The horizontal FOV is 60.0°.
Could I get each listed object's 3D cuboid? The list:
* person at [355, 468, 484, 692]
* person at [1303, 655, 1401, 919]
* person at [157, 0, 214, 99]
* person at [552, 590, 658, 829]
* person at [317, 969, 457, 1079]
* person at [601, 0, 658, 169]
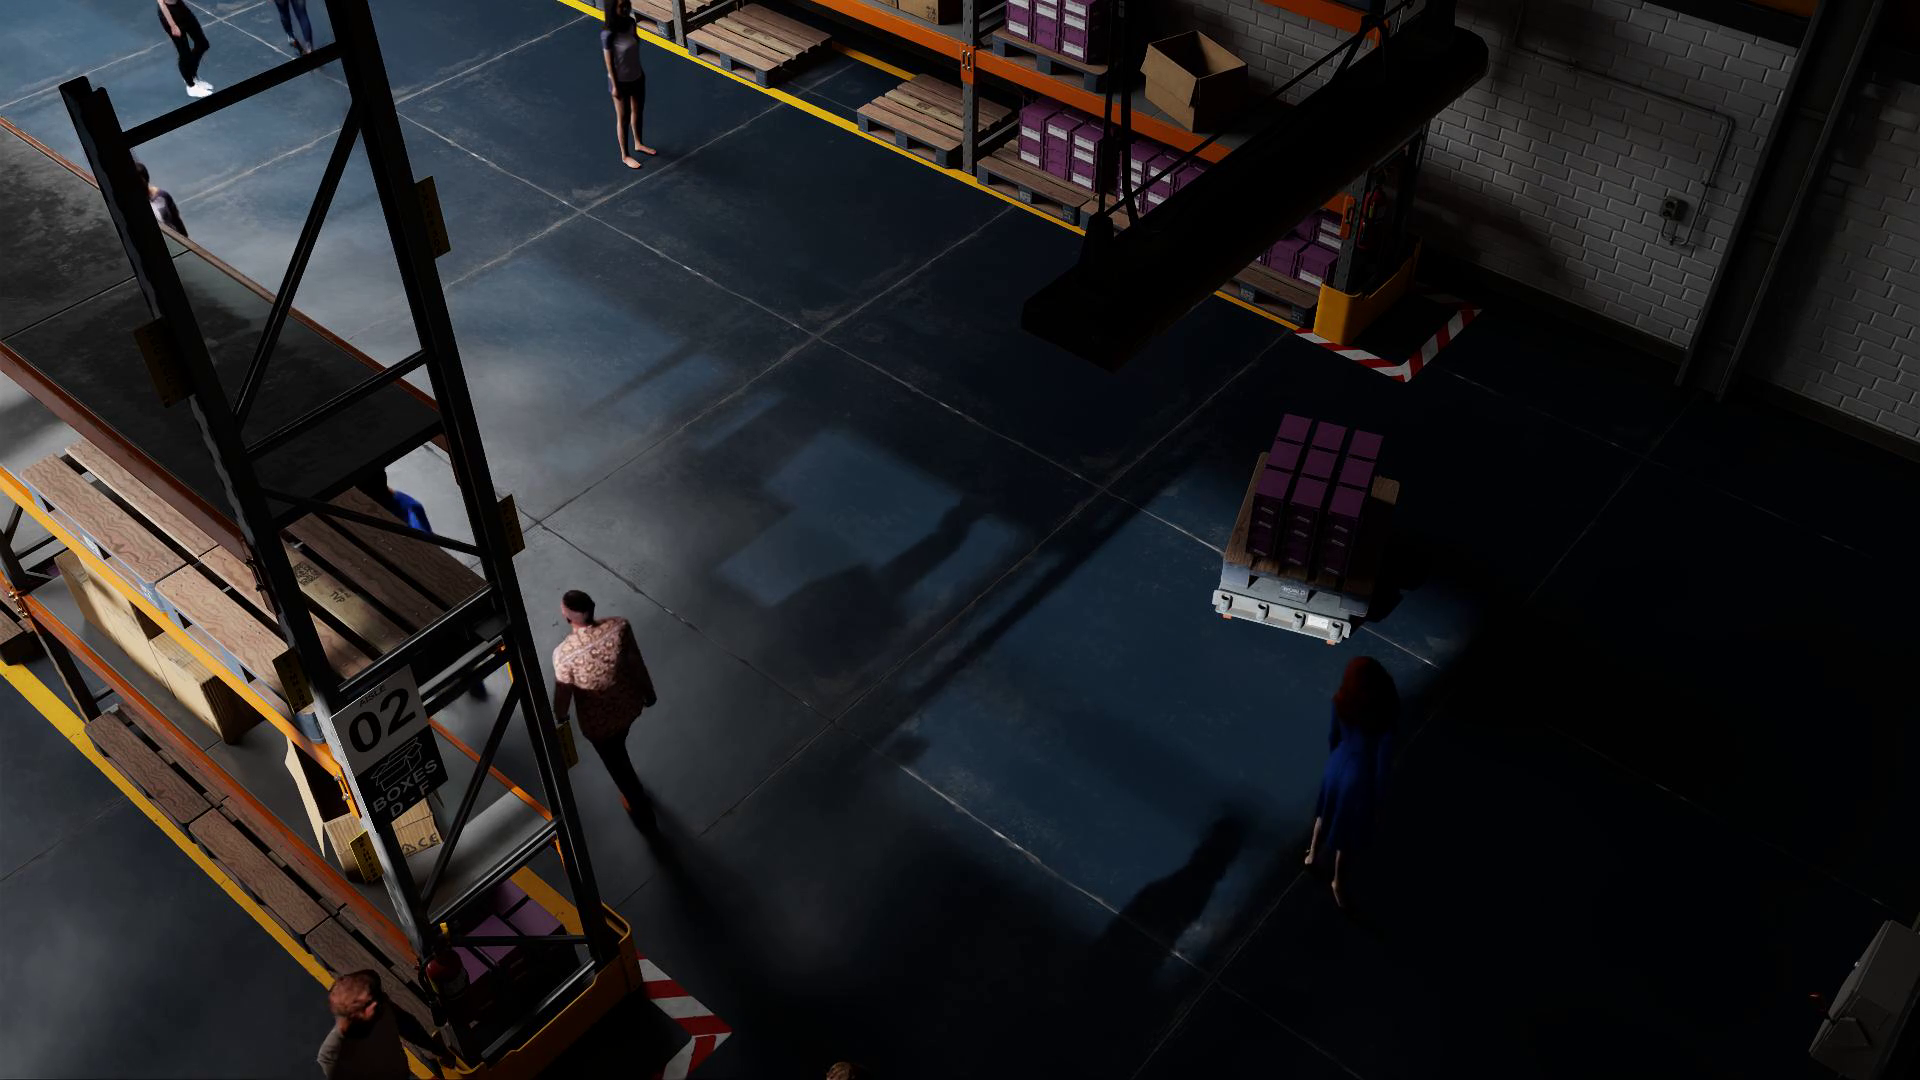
[{"bbox_3d":[-3.406,0.216,10.675,0.667,1.836,0.962,8,44,8],"label":"person"},{"bbox_3d":[2.229,1.452,9.404,0.851,1.801,0.643,-14,45,-14],"label":"person"},{"bbox_3d":[-7.832,-5.168,16.402,0.742,1.732,0.709,5,44,5],"label":"person"},{"bbox_3d":[-2.038,1.050,9.852,0.778,1.765,1.134,-33,53,-30],"label":"person"},{"bbox_3d":[-2.897,2.652,8.115,1.237,1.841,1.090,3,44,4],"label":"person"},{"bbox_3d":[-3.110,-4.338,15.550,0.567,1.706,0.627,21,47,21],"label":"person"}]
